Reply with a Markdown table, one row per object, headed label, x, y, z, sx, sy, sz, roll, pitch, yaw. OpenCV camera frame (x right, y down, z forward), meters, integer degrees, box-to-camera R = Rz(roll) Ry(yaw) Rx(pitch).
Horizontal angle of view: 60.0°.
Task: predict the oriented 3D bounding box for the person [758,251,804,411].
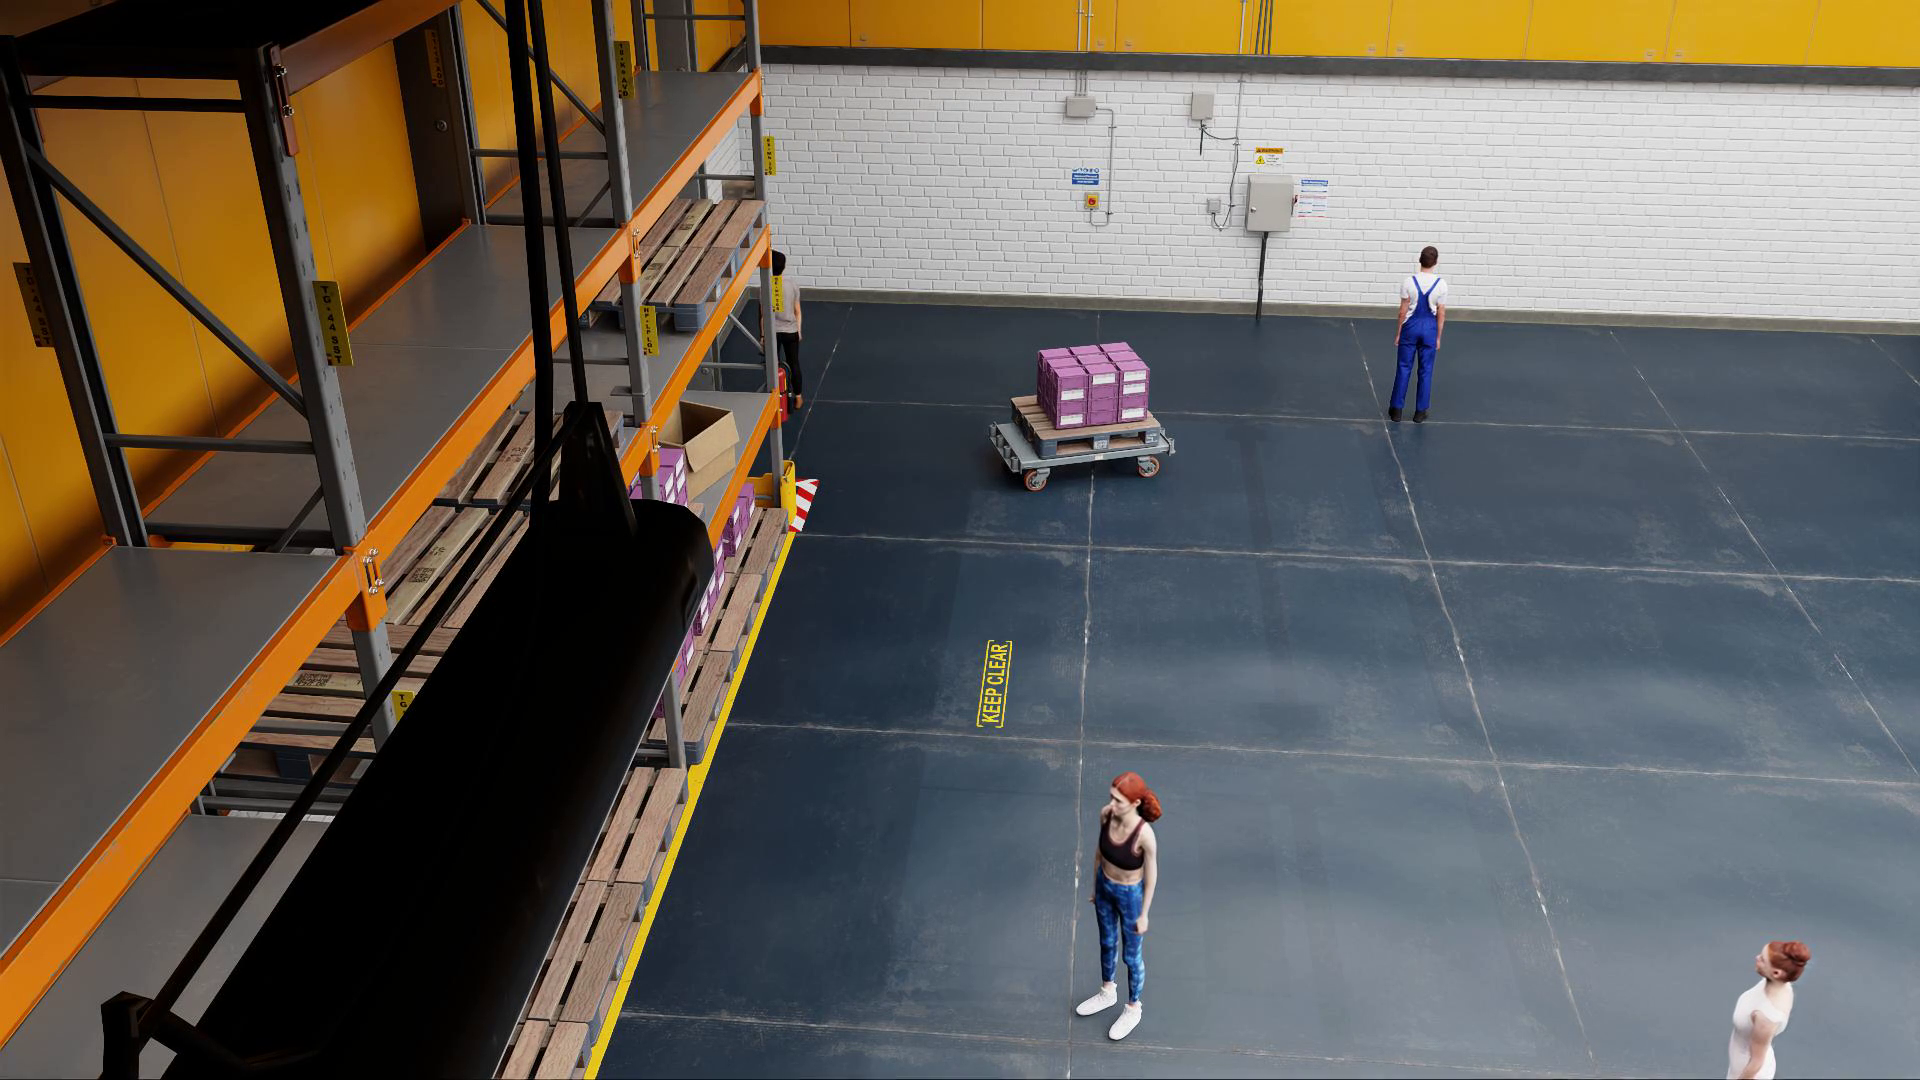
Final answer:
| label | x | y | z | sx | sy | sz | roll | pitch | yaw |
| --- | --- | --- | --- | --- | --- | --- | --- | --- | --- |
| person | -1.852 | -2.158 | 17.185 | 0.677 | 1.724 | 0.658 | -9 | 30 | -16 |

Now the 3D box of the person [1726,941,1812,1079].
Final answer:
| label | x | y | z | sx | sy | sz | roll | pitch | yaw |
| --- | --- | --- | --- | --- | --- | --- | --- | --- | --- |
| person | 3.923 | 2.672 | 8.261 | 0.706 | 1.793 | 0.576 | 16 | 33 | 27 |

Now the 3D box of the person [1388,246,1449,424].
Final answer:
| label | x | y | z | sx | sy | sz | roll | pitch | yaw |
| --- | --- | --- | --- | --- | --- | --- | --- | --- | --- |
| person | 4.669 | -2.096 | 16.941 | 0.655 | 1.851 | 0.609 | 7 | 29 | 12 |

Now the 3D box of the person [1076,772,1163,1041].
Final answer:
| label | x | y | z | sx | sy | sz | roll | pitch | yaw |
| --- | --- | --- | --- | --- | --- | --- | --- | --- | --- |
| person | 0.913 | 2.052 | 9.406 | 0.729 | 1.784 | 0.670 | -23 | 36 | -36 |
